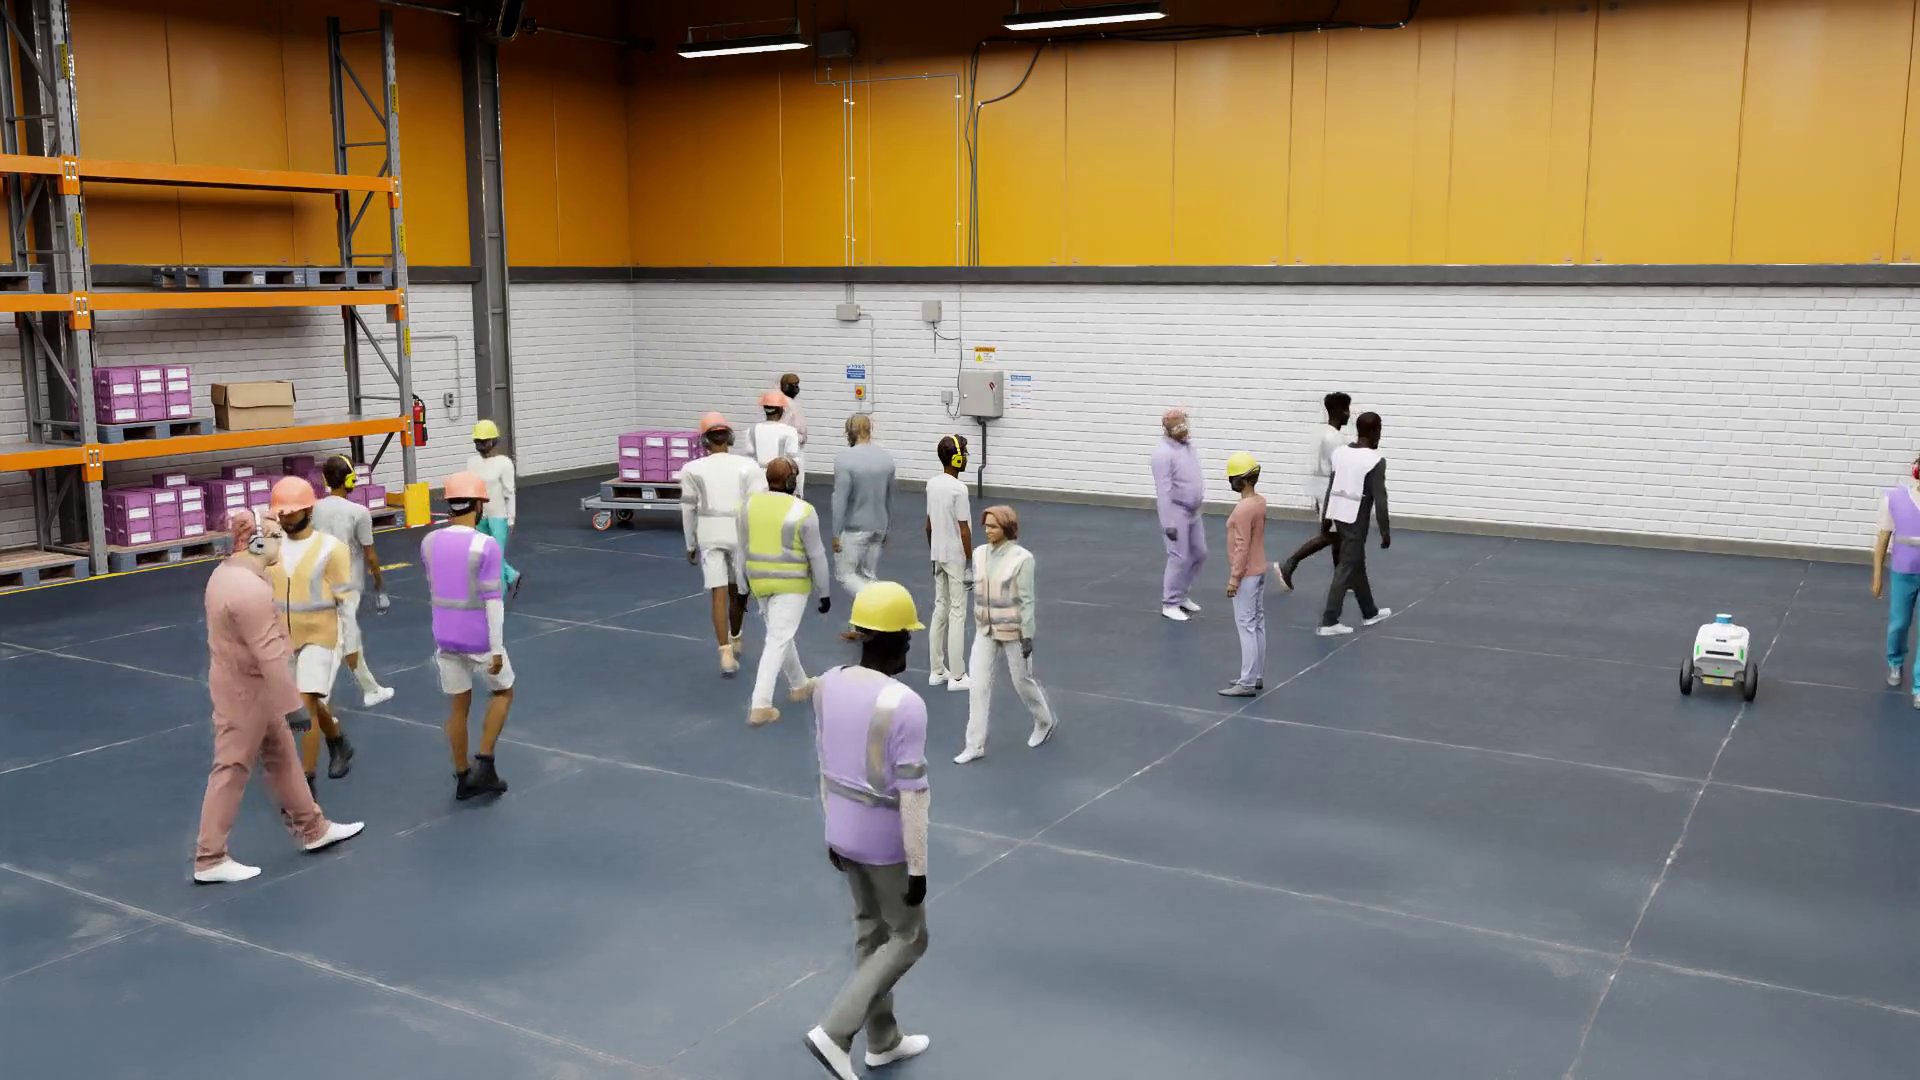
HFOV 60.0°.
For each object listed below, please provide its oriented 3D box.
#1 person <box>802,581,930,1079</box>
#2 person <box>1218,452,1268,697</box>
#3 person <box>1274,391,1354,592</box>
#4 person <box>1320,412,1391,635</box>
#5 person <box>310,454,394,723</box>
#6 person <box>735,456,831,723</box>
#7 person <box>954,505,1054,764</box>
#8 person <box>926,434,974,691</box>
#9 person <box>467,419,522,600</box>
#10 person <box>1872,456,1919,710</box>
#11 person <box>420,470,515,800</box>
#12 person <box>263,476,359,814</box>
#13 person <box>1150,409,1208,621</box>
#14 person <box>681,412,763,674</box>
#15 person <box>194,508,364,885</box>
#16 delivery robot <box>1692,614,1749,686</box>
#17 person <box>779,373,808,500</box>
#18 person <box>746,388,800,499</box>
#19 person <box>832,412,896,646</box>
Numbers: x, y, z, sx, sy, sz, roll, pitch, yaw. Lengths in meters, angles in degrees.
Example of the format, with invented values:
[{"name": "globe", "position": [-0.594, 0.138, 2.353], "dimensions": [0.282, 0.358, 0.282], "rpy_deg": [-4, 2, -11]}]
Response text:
[{"name": "person", "position": [-0.348, 1.100, 6.177], "dimensions": [0.573, 1.910, 0.587], "rpy_deg": [-8, 12, -42]}, {"name": "person", "position": [2.035, 0.249, 11.952], "dimensions": [0.328, 1.760, 0.524], "rpy_deg": [4, 10, 25]}, {"name": "person", "position": [3.425, -0.440, 15.701], "dimensions": [0.832, 1.939, 0.617], "rpy_deg": [1, 9, 4]}, {"name": "person", "position": [3.421, -0.146, 14.069], "dimensions": [0.957, 1.866, 0.599], "rpy_deg": [-4, 10, -25]}, {"name": "person", "position": [-4.181, 0.326, 11.310], "dimensions": [0.533, 1.822, 0.995], "rpy_deg": [3, 9, 16]}, {"name": "person", "position": [-1.196, 0.318, 11.427], "dimensions": [0.642, 1.785, 0.986], "rpy_deg": [5, 10, 27]}, {"name": "person", "position": [0.300, 0.563, 10.455], "dimensions": [0.523, 1.606, 0.808], "rpy_deg": [8, 12, 41]}, {"name": "person", "position": [-0.046, 0.165, 12.136], "dimensions": [0.328, 1.868, 0.513], "rpy_deg": [-7, 11, -35]}, {"name": "person", "position": [-4.133, -0.215, 14.870], "dimensions": [0.532, 1.755, 0.604], "rpy_deg": [5, 10, 26]}, {"name": "person", "position": [6.842, 0.239, 11.865], "dimensions": [0.581, 1.815, 0.913], "rpy_deg": [4, 10, 26]}, {"name": "person", "position": [-2.817, 0.554, 9.585], "dimensions": [0.539, 1.909, 0.405], "rpy_deg": [3, 10, 18]}, {"name": "person", "position": [-3.774, 0.549, 9.659], "dimensions": [0.535, 1.896, 0.943], "rpy_deg": [2, 9, 9]}, {"name": "person", "position": [1.930, -0.217, 14.550], "dimensions": [0.433, 1.871, 0.746], "rpy_deg": [6, 11, 33]}, {"name": "person", "position": [-1.798, 0.011, 12.791], "dimensions": [0.662, 1.970, 1.050], "rpy_deg": [-2, 9, -11]}, {"name": "person", "position": [-3.454, 0.770, 8.353], "dimensions": [0.923, 1.863, 0.664], "rpy_deg": [-5, 10, -29]}, {"name": "delivery robot", "position": [5.530, 0.782, 12.074], "dimensions": [0.477, 0.478, 0.707], "rpy_deg": [5, 10, 26]}, {"name": "person", "position": [-2.155, -1.151, 20.493], "dimensions": [0.633, 1.826, 0.634], "rpy_deg": [4, 10, 21]}, {"name": "person", "position": [-1.855, -0.535, 16.379], "dimensions": [0.549, 1.913, 0.792], "rpy_deg": [3, 10, 18]}, {"name": "person", "position": [-0.739, -0.069, 13.445], "dimensions": [0.543, 1.914, 0.664], "rpy_deg": [8, 12, 42]}]
